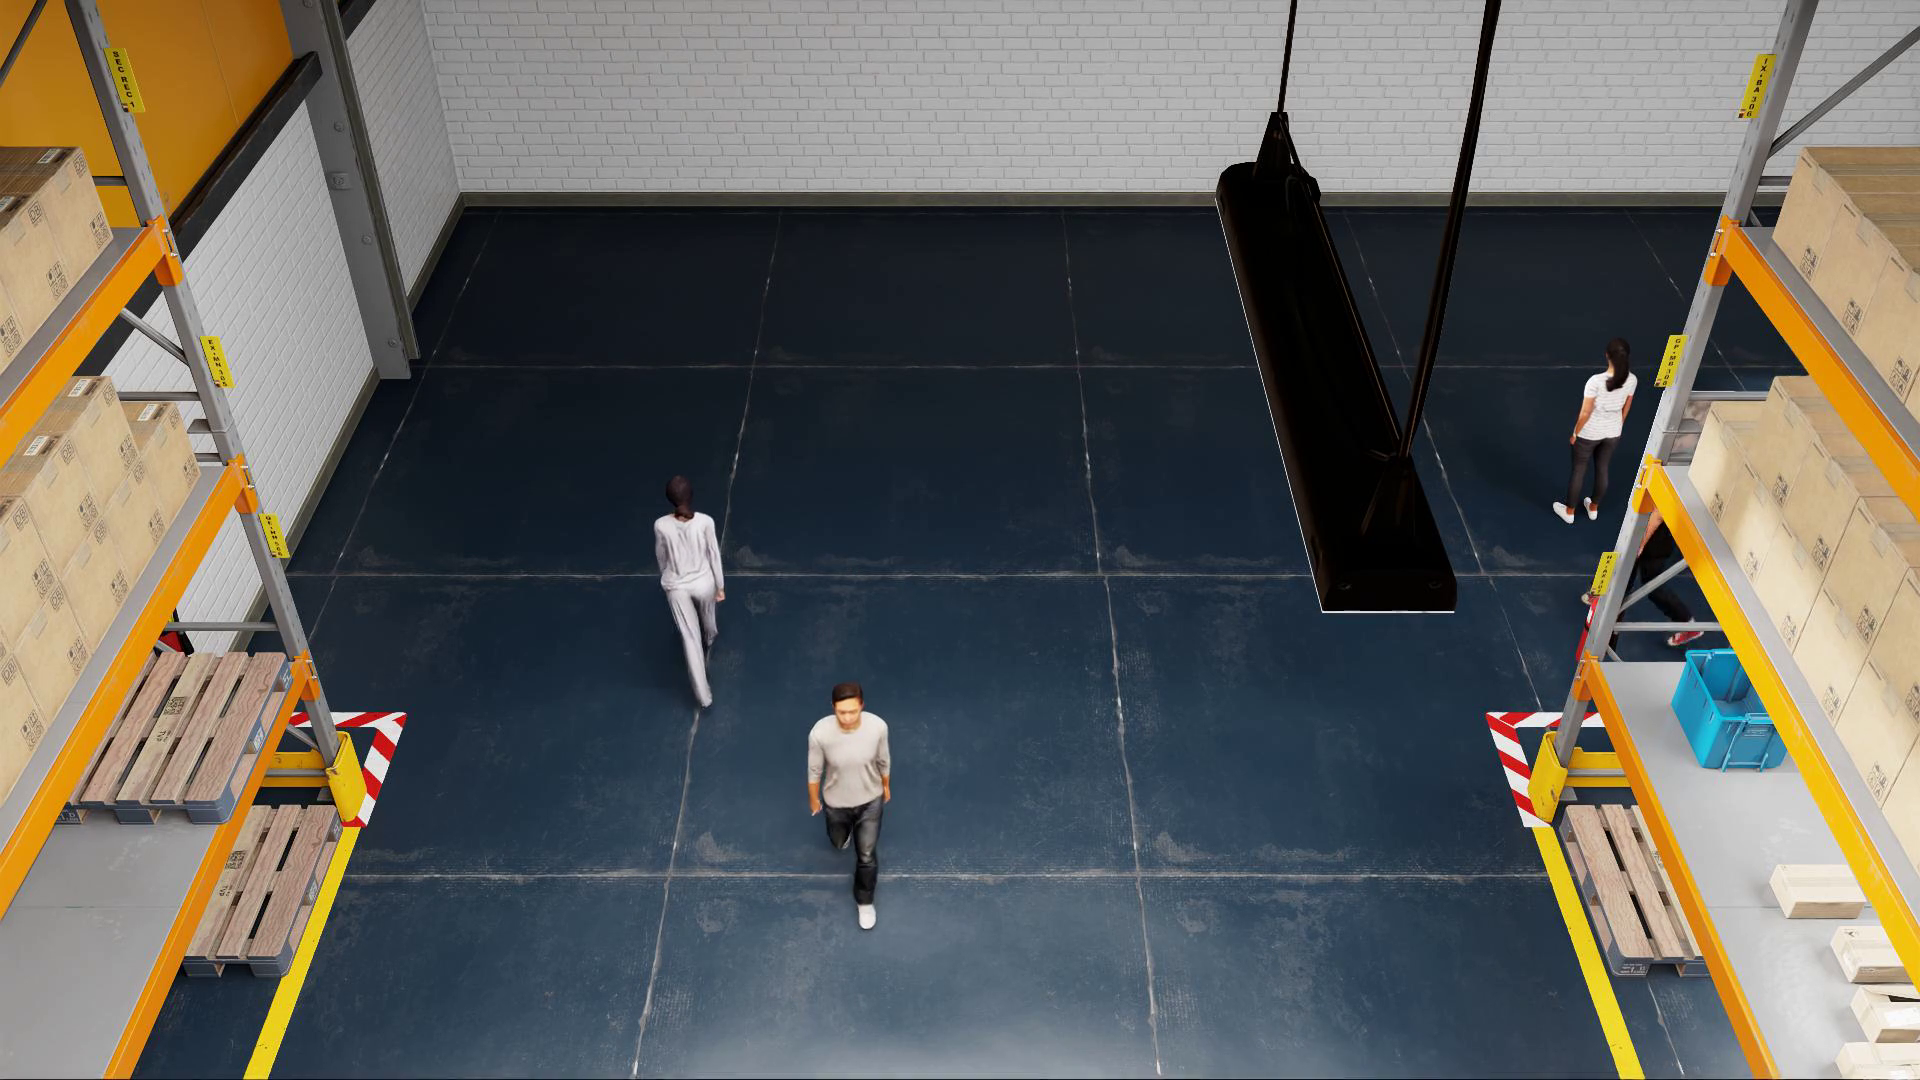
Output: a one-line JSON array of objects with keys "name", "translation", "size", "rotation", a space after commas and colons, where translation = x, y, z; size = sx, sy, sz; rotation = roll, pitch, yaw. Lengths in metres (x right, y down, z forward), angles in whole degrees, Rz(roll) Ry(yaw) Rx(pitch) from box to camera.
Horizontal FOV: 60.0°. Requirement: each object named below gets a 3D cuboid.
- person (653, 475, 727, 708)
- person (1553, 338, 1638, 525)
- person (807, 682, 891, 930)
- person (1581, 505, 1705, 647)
[{"name": "person", "translation": [-1.855, 0.390, 11.460], "size": [0.726, 1.718, 1.154], "rotation": [-6, 39, -7]}, {"name": "person", "translation": [5.019, -0.849, 13.071], "size": [0.594, 1.643, 0.552], "rotation": [-5, 39, -6]}, {"name": "person", "translation": [-0.667, 1.475, 10.044], "size": [0.781, 1.790, 1.087], "rotation": [-7, 39, -8]}, {"name": "person", "translation": [5.093, 0.010, 11.926], "size": [1.081, 1.730, 1.144], "rotation": [22, 44, 25]}]
